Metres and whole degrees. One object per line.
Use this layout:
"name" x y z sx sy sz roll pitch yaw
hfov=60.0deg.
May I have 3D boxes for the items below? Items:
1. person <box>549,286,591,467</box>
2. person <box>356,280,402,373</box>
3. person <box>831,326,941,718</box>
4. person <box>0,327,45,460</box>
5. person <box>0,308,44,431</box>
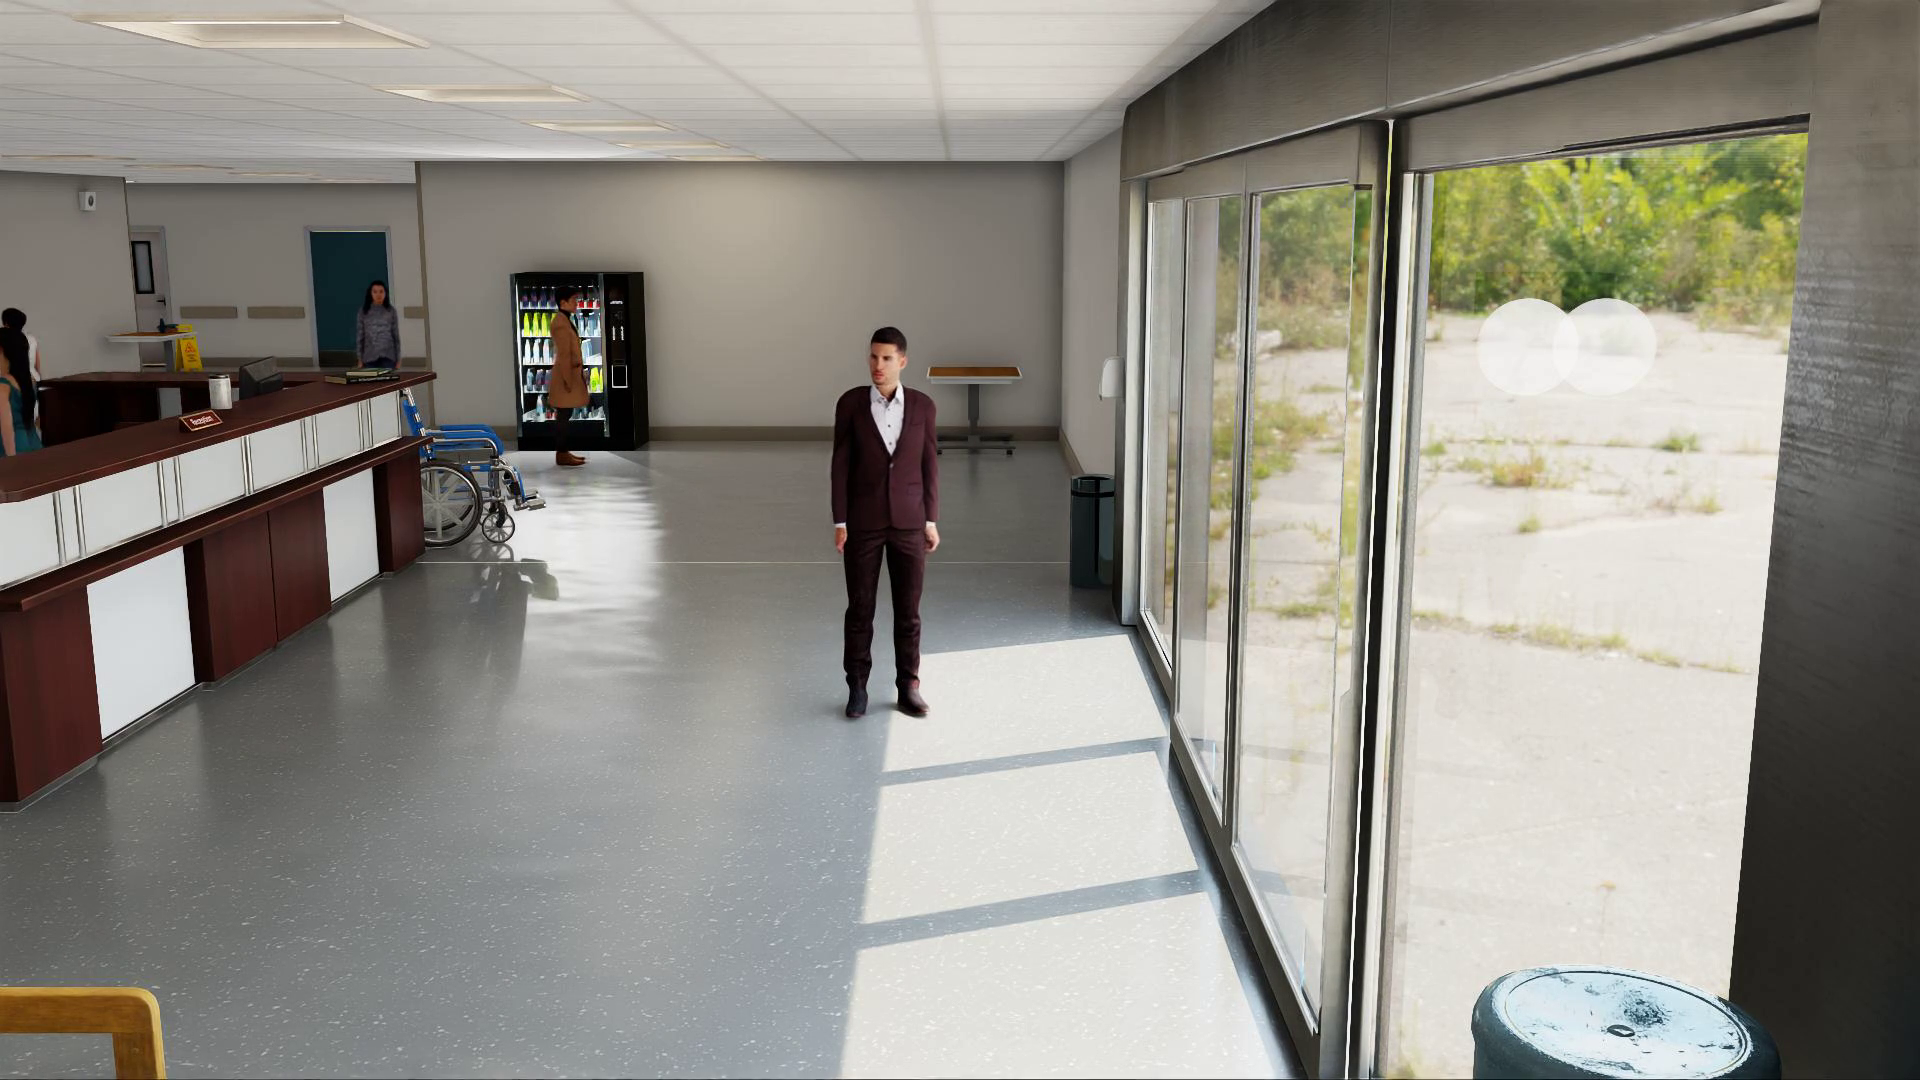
"person" -3.845 -1.606 16.193 0.681 1.726 0.702 -2 11 -11
"person" -6.426 -1.996 18.387 1.004 1.717 0.885 -4 11 -19
"person" -0.360 -0.095 7.981 0.592 1.862 0.772 -2 11 -9
"person" -5.951 -0.504 10.704 1.016 1.651 0.598 1 11 6
"person" -8.925 -1.439 15.926 0.882 1.540 0.764 6 12 27
